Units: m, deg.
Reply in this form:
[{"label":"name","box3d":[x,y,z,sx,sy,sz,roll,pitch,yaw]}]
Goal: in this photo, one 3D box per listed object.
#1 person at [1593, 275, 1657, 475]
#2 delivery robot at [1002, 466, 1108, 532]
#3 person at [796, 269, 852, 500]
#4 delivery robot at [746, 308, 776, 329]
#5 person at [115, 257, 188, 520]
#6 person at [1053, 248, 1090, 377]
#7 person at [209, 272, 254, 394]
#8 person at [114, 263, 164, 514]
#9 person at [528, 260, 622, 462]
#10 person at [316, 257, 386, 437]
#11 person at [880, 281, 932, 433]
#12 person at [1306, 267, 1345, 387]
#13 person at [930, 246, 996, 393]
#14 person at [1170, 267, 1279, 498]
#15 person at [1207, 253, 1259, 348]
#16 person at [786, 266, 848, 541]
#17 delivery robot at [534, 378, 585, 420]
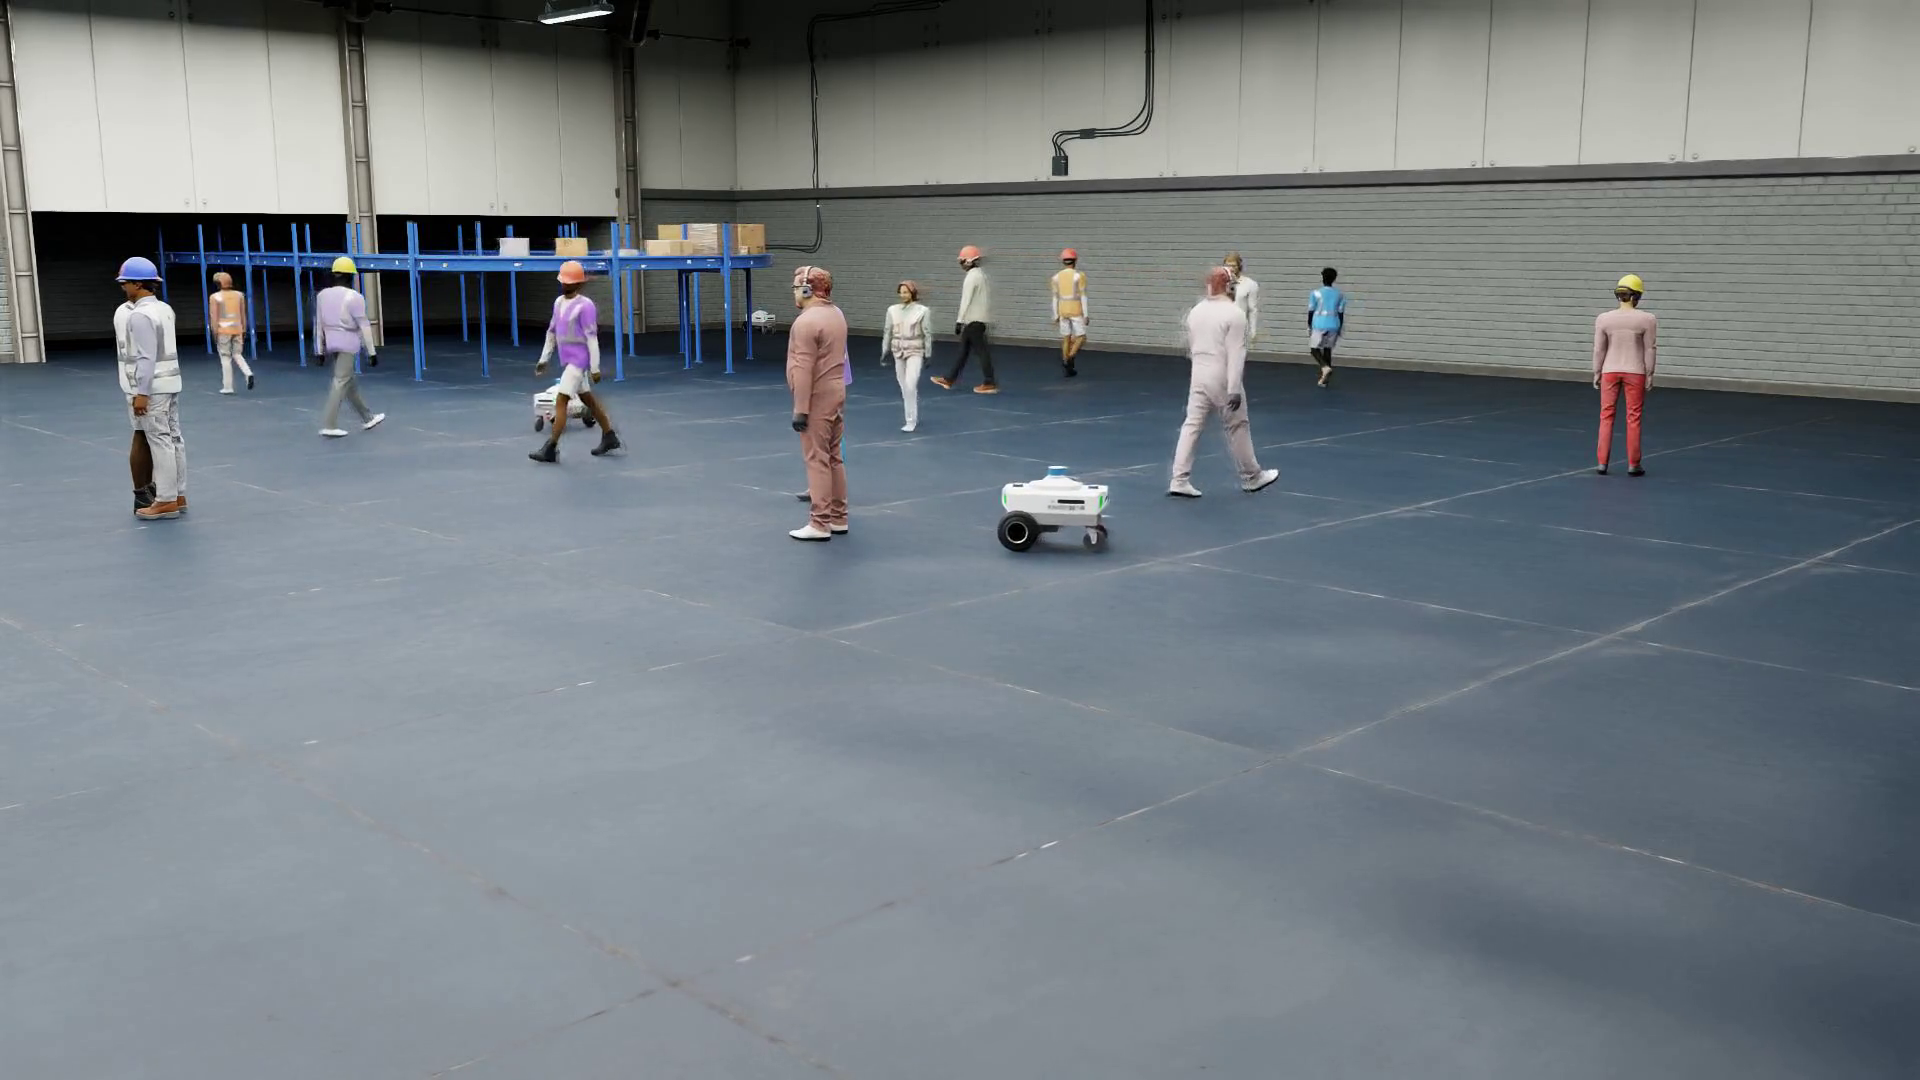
[{"label":"person","box3d":[5.890,-1.460,14.757,0.523,1.762,0.328,6,12,31]},{"label":"delivery robot","box3d":[0.654,-0.262,11.372,0.707,0.478,0.477,2,11,9]},{"label":"person","box3d":[-1.066,-1.212,13.161,0.389,1.848,0.563,-5,11,-25]},{"label":"delivery robot","box3d":[-4.325,-4.798,36.109,0.477,0.478,0.707,-10,14,-44]},{"label":"person","box3d":[-6.069,-1.144,12.514,0.392,1.949,0.602,-2,11,-8]},{"label":"person","box3d":[1.659,-3.401,24.876,0.592,1.928,0.519,7,12,33]},{"label":"person","box3d":[-9.715,-2.754,22.157,0.455,1.623,0.535,7,12,32]},{"label":"person","box3d":[-6.216,-1.177,12.723,0.359,1.937,0.552,-2,11,-13]},{"label":"person","box3d":[-3.646,-1.701,15.756,1.007,1.880,0.639,-8,13,-38]},{"label":"person","box3d":[-6.474,-2.054,17.676,0.608,1.870,0.989,5,11,25]},{"label":"person","box3d":[-0.607,-1.959,17.874,0.521,1.618,0.645,6,12,29]},{"label":"person","box3d":[5.107,-2.955,23.124,0.535,1.673,0.569,-2,11,-11]},{"label":"person","box3d":[0.050,-2.956,22.379,0.981,1.946,0.652,2,11,11]},{"label":"person","box3d":[2.132,-1.273,13.479,1.064,1.850,0.669,-7,13,-34]},{"label":"person","box3d":[3.341,-2.571,20.435,0.641,1.912,0.925,4,11,19]},{"label":"person","box3d":[-1.016,-0.962,11.690,0.401,1.897,0.638,3,11,17]},{"label":"delivery robot","box3d":[-4.386,-1.537,18.323,0.477,0.478,0.707,3,11,16]}]
